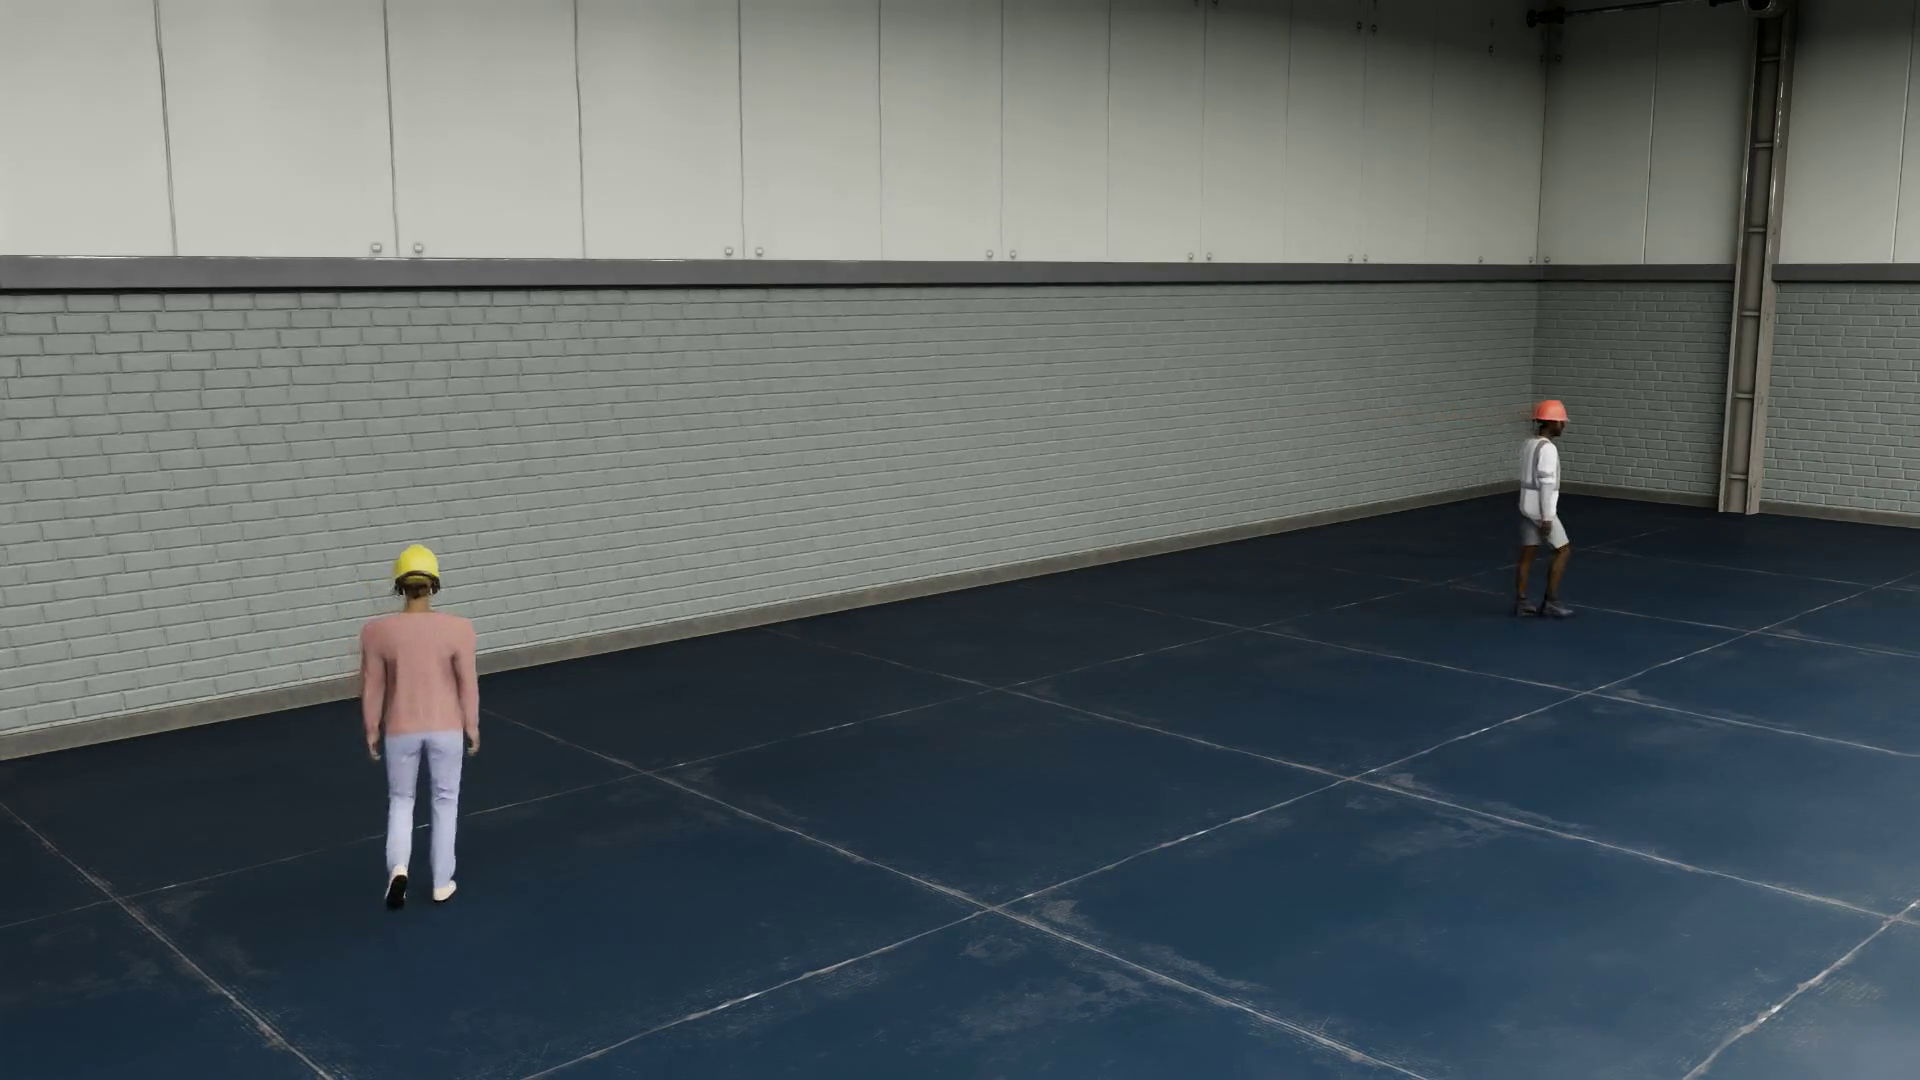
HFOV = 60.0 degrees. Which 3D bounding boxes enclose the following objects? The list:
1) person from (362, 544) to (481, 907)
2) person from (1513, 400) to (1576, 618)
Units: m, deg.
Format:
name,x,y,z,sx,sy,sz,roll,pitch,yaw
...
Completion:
name,x,y,z,sx,sy,sz,roll,pitch,yaw
person,-2.544,0.900,7.863,0.533,1.751,0.487,-2,9,-9
person,5.188,-0.262,14.555,0.650,1.919,0.570,0,9,-1
